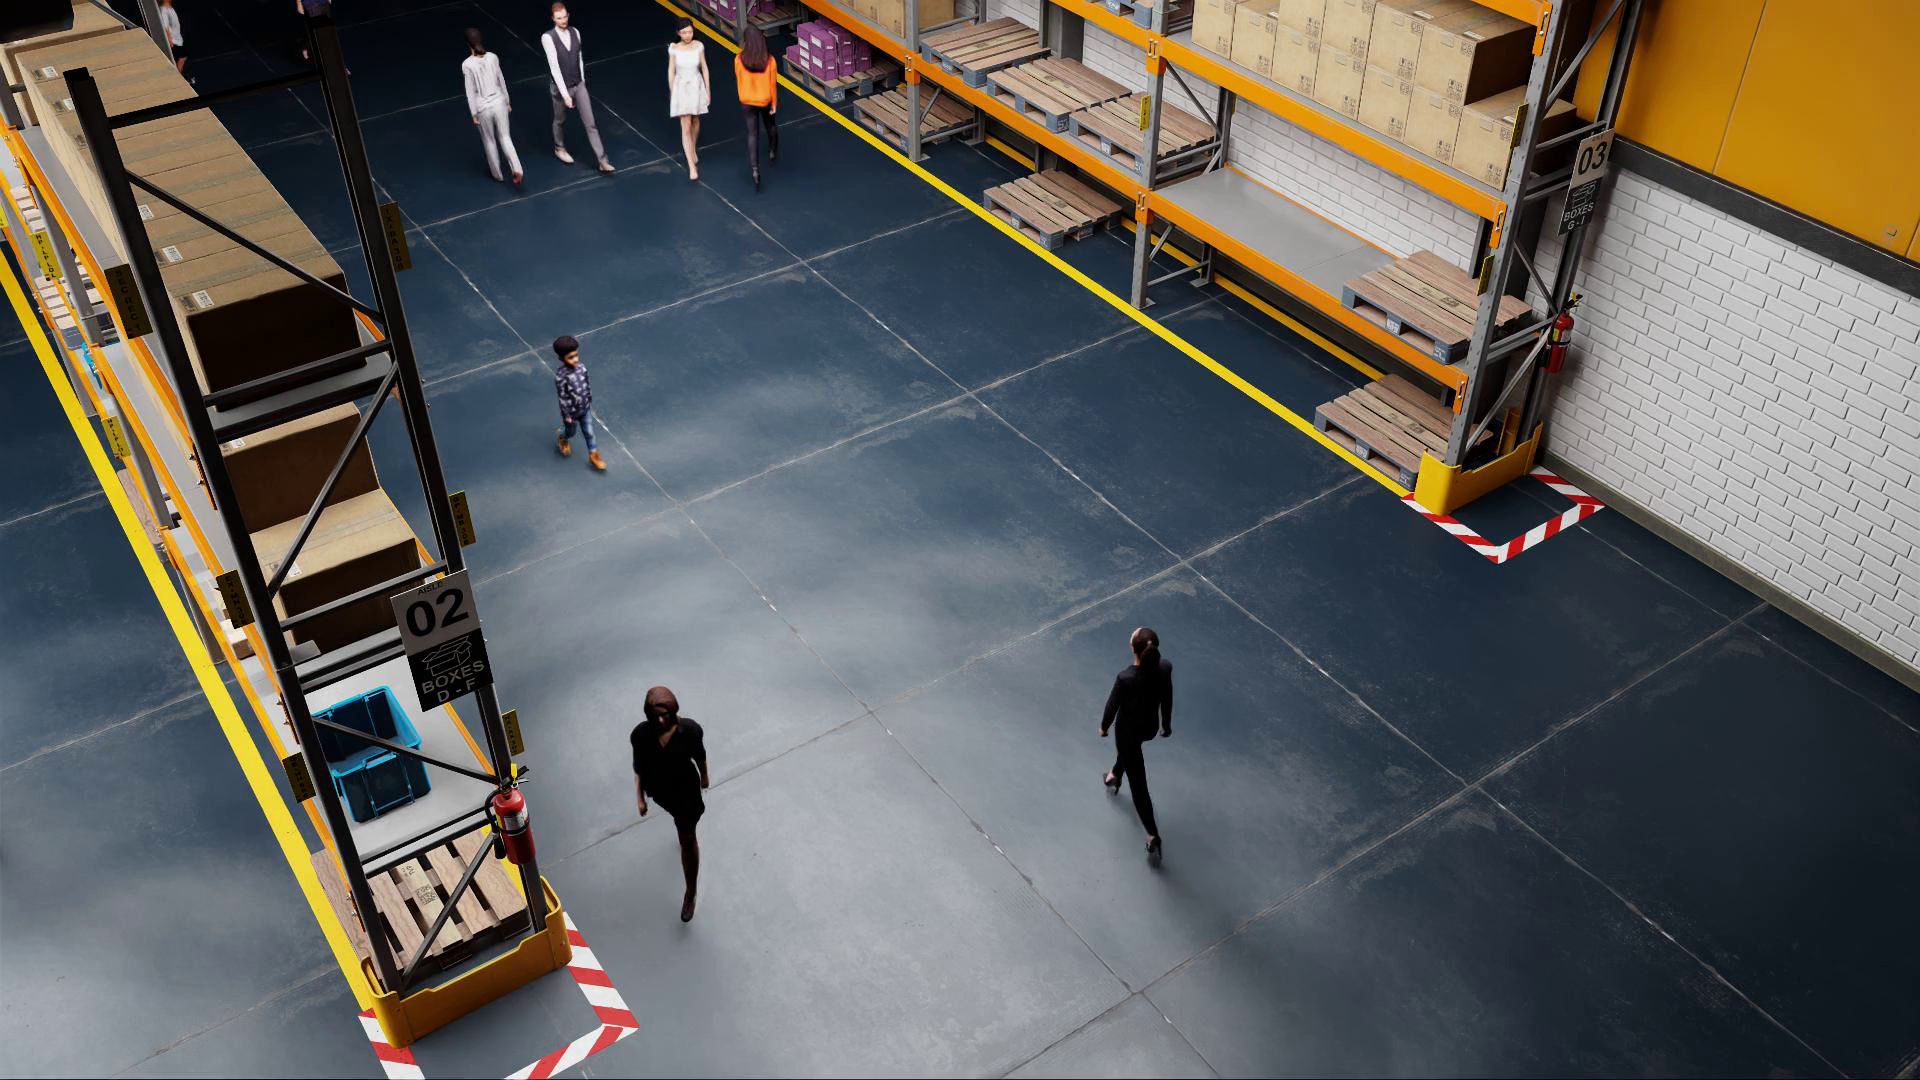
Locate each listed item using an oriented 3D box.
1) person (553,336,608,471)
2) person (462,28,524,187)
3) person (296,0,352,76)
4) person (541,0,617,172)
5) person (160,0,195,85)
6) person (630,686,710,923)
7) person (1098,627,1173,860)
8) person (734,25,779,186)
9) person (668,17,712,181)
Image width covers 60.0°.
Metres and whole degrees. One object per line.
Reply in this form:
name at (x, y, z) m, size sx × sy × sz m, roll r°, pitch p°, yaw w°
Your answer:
person at (-3.305, -1.176, 14.135) m, size 0.561 × 1.235 × 0.831 m, roll -31°, pitch 48°, yaw -33°
person at (-5.065, -4.661, 18.082) m, size 0.634 × 1.755 × 0.913 m, roll -24°, pitch 44°, yaw -27°
person at (-8.040, -6.644, 20.499) m, size 1.188 × 1.838 × 0.999 m, roll 17°, pitch 42°, yaw 20°
person at (-4.411, -5.020, 18.429) m, size 0.738 × 1.883 × 1.237 m, roll -31°, pitch 48°, yaw -33°
person at (-9.722, -6.204, 20.422) m, size 0.614 × 1.246 × 0.509 m, roll -7°, pitch 39°, yaw -9°
person at (-1.804, 1.496, 10.456) m, size 0.984 × 1.651 × 1.168 m, roll -1°, pitch 39°, yaw -2°
person at (1.175, 1.307, 10.679) m, size 0.697 × 1.668 × 1.115 m, roll -17°, pitch 42°, yaw -20°
person at (-2.229, -4.717, 18.194) m, size 0.967 × 1.703 × 1.182 m, roll -2°, pitch 39°, yaw -3°
person at (-3.014, -4.972, 18.480) m, size 0.853 × 1.744 × 1.123 m, roll -10°, pitch 40°, yaw -12°
